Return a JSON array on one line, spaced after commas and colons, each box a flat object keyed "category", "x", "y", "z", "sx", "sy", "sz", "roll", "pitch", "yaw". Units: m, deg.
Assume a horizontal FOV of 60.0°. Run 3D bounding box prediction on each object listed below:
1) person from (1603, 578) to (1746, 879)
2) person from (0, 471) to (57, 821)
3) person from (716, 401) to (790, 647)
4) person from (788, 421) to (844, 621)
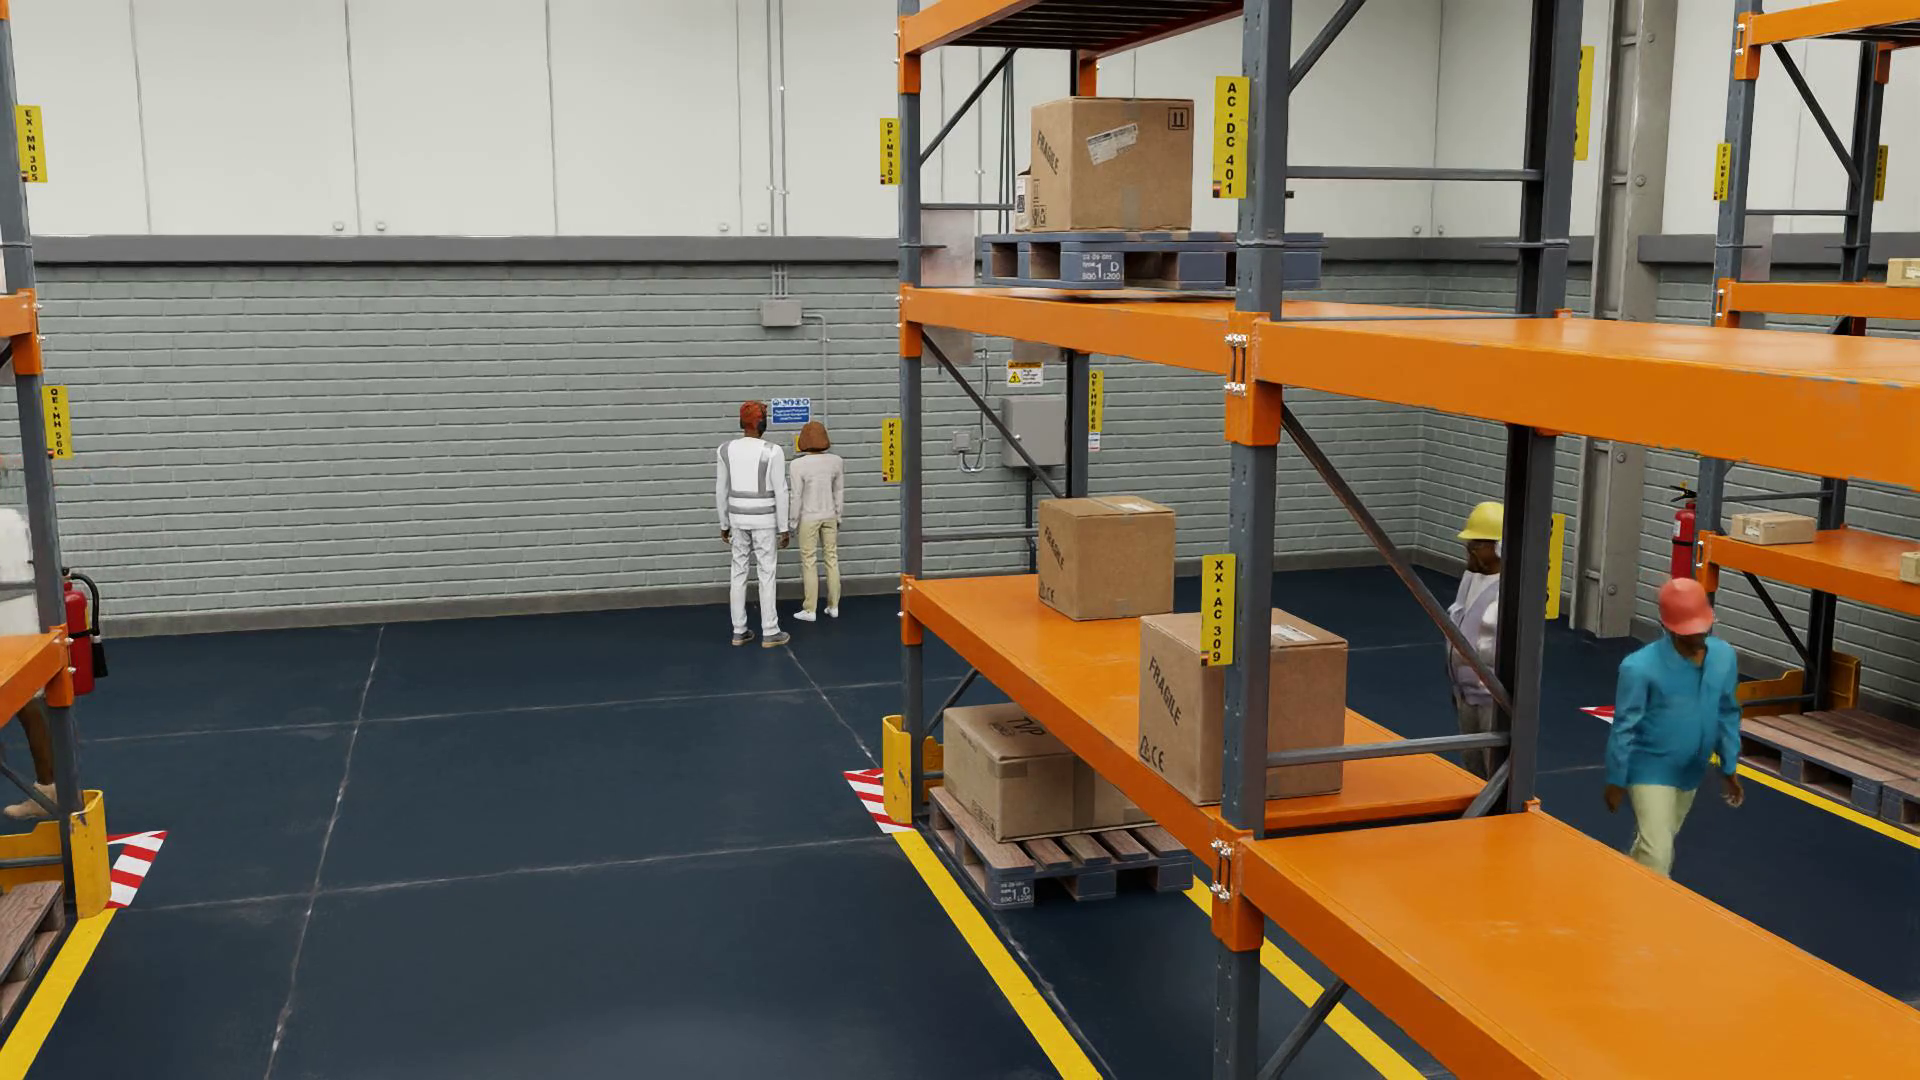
[{"category": "person", "x": 3.007, "y": 0.968, "z": 7.075, "sx": 0.589, "sy": 1.701, "sz": 0.721, "roll": -4, "pitch": 11, "yaw": -23}, {"category": "person", "x": -5.130, "y": 0.511, "z": 8.740, "sx": 0.753, "sy": 2.009, "sz": 0.619, "roll": 1, "pitch": 10, "yaw": 8}, {"category": "person", "x": -1.572, "y": -0.119, "z": 12.697, "sx": 0.584, "sy": 1.882, "sz": 0.337, "roll": 4, "pitch": 11, "yaw": 20}, {"category": "person", "x": -1.176, "y": -0.155, "z": 13.606, "sx": 0.507, "sy": 1.636, "sz": 0.277, "roll": -7, "pitch": 12, "yaw": -36}]
